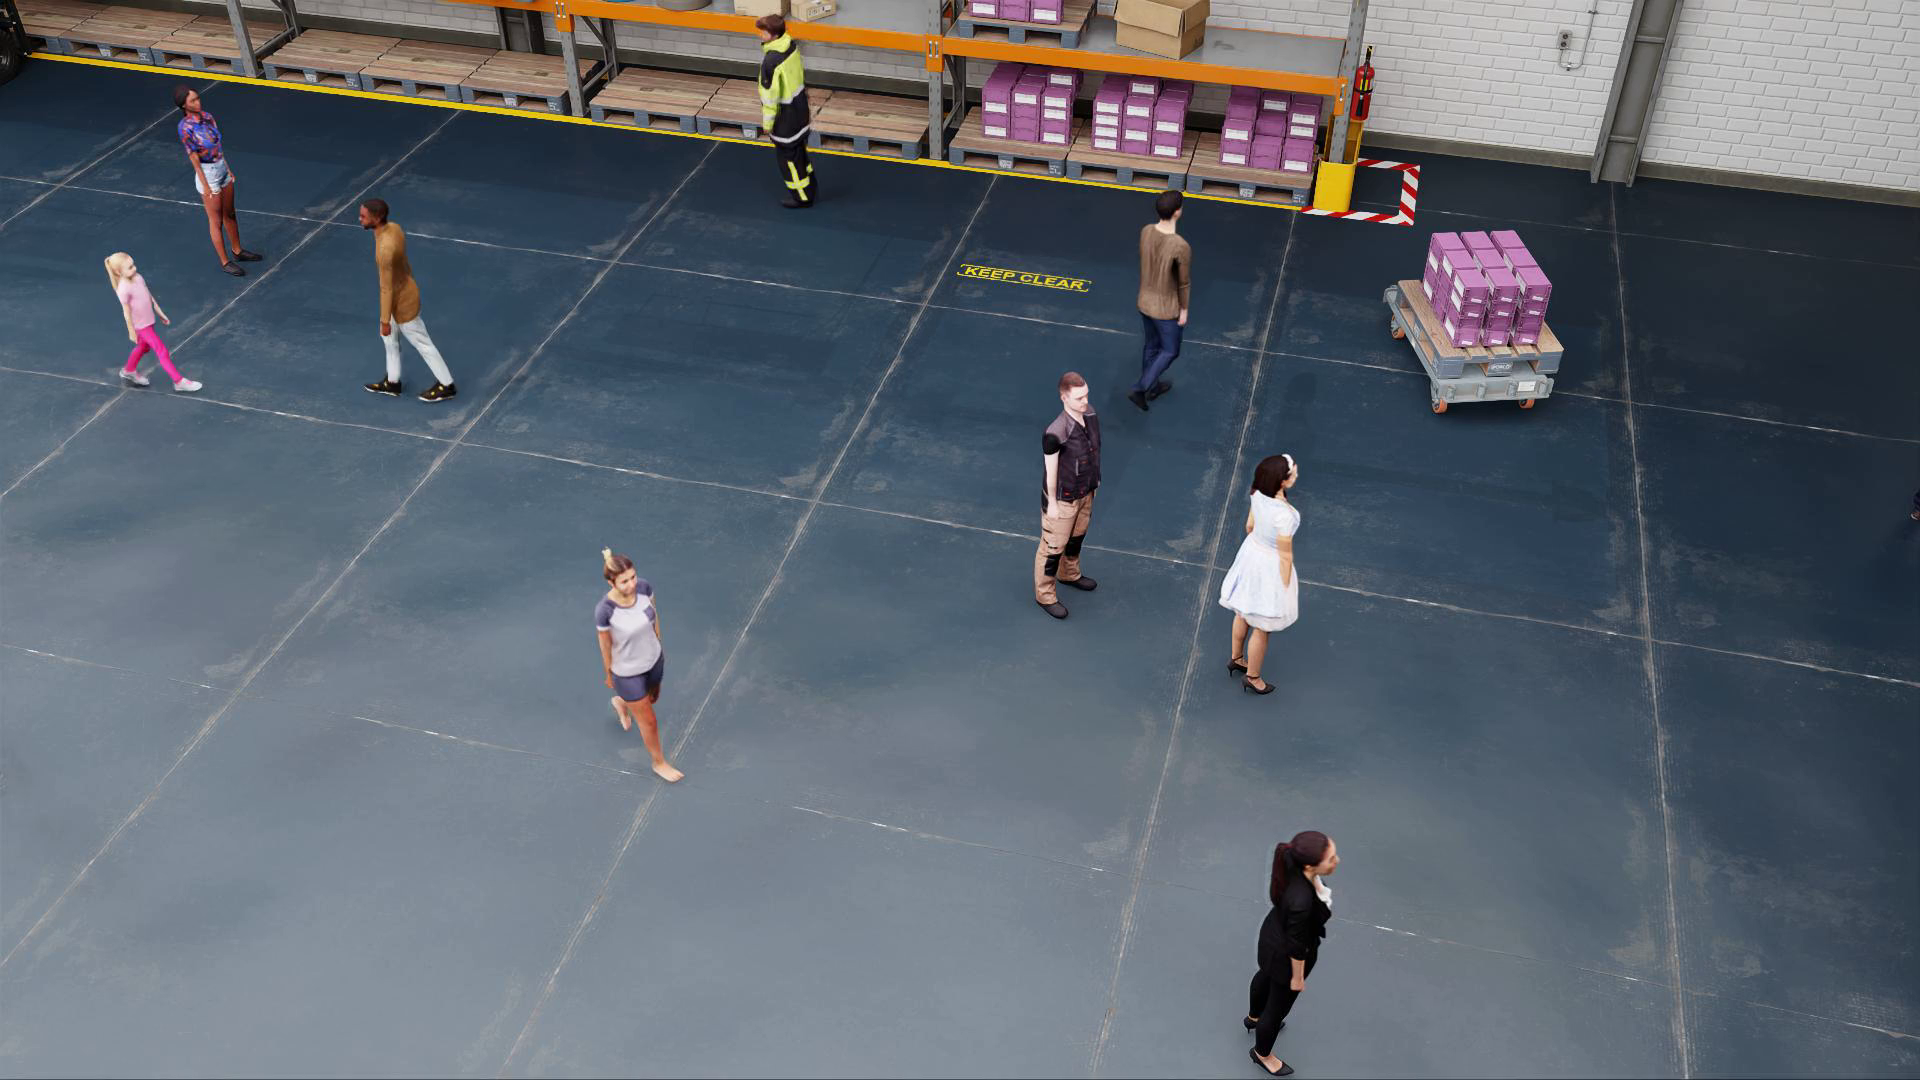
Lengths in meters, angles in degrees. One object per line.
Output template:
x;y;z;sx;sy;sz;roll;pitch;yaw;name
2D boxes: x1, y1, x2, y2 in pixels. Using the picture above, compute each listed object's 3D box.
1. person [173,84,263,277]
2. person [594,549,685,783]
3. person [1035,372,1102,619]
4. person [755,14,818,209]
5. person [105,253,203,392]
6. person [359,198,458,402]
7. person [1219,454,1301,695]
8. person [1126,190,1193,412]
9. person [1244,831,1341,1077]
-6.671;-3.226;14.842;0.521;1.742;0.591;8;39;9;person
-1.997;0.715;10.023;1.041;1.598;0.821;27;46;30;person
0.718;-0.347;11.158;0.725;1.842;0.758;25;45;28;person
-1.606;-4.040;15.702;0.629;1.943;0.817;18;42;21;person
-6.643;-1.750;13.387;0.957;1.253;0.644;0;39;-1;person
-4.296;-1.875;13.113;1.076;1.789;0.921;-8;39;-10;person
1.917;0.216;10.474;0.908;1.816;0.856;-14;41;-17;person
1.513;-1.823;12.981;0.977;1.874;0.967;-29;47;-31;person
1.631;2.036;8.320;0.612;1.660;0.647;1;39;2;person
